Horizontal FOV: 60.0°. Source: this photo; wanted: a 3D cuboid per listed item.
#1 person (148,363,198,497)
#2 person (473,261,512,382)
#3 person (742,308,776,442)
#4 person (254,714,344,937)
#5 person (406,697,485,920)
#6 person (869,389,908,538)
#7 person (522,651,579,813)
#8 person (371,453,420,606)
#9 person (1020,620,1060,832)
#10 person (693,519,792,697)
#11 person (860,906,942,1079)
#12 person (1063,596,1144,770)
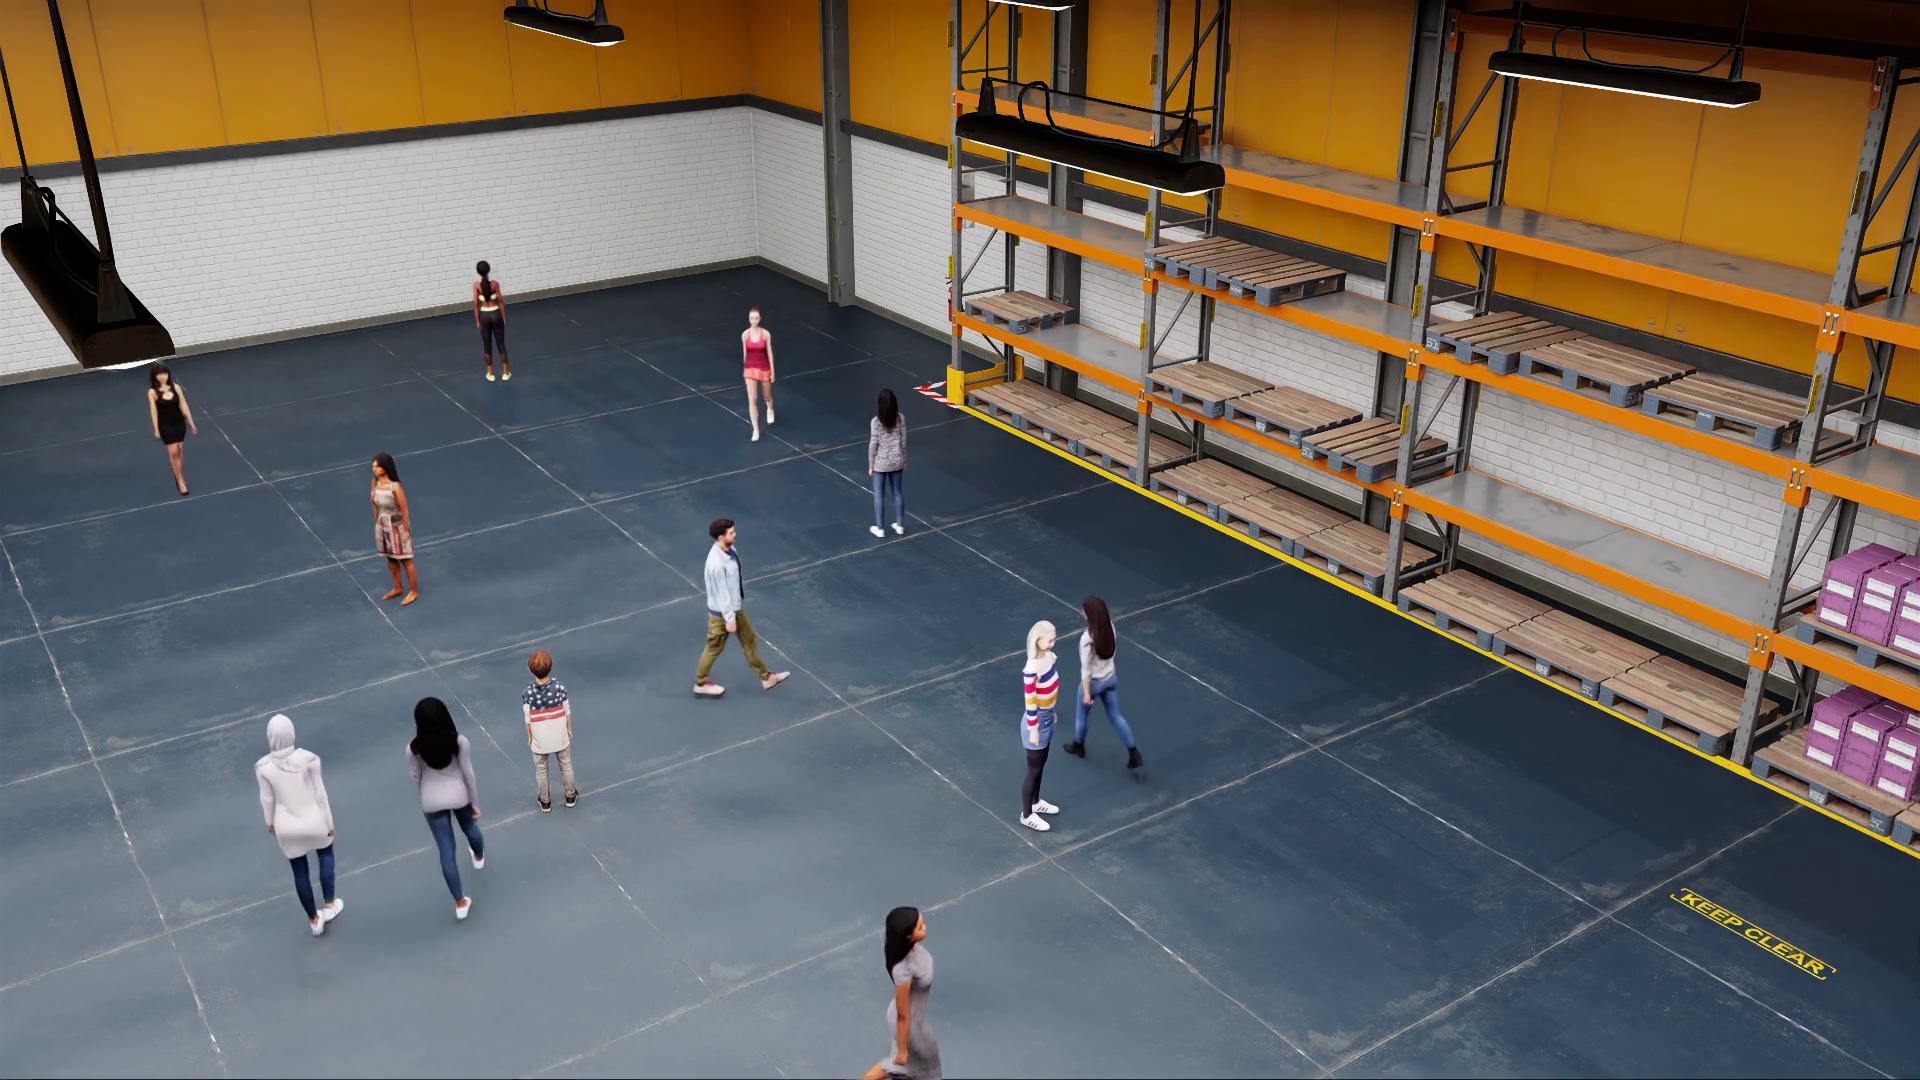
[{"bbox_3d":[-9.578,-1.376,20.139,0.793,1.633,0.671,18,30,36],"label":"person"},{"bbox_3d":[-6.804,-3.178,24.111,0.622,1.754,0.596,-7,25,-16],"label":"person"},{"bbox_3d":[-2.647,-2.237,22.000,1.018,1.720,1.178,0,24,0],"label":"person"},{"bbox_3d":[-4.772,2.103,12.010,0.742,1.769,0.742,-4,24,-9],"label":"person"},{"bbox_3d":[-3.803,2.013,12.301,0.804,1.701,1.136,-6,24,-14],"label":"person"},{"bbox_3d":[-0.816,-0.879,18.878,0.645,1.731,0.575,-11,26,-24],"label":"person"},{"bbox_3d":[-3.380,1.557,13.670,0.565,1.439,0.561,-8,25,-18],"label":"person"},{"bbox_3d":[-5.882,-0.132,17.279,0.629,1.644,0.783,13,27,27],"label":"person"},{"bbox_3d":[0.630,1.466,13.416,0.727,1.810,0.725,9,25,20],"label":"person"},{"bbox_3d":[-2.250,0.657,15.314,1.205,1.771,1.192,2,24,4],"label":"person"},{"bbox_3d":[-0.404,2.967,10.054,0.990,1.753,1.101,-3,24,-6],"label":"person"},{"bbox_3d":[1.253,1.251,14.168,1.101,1.601,0.767,21,32,40],"label":"person"}]
